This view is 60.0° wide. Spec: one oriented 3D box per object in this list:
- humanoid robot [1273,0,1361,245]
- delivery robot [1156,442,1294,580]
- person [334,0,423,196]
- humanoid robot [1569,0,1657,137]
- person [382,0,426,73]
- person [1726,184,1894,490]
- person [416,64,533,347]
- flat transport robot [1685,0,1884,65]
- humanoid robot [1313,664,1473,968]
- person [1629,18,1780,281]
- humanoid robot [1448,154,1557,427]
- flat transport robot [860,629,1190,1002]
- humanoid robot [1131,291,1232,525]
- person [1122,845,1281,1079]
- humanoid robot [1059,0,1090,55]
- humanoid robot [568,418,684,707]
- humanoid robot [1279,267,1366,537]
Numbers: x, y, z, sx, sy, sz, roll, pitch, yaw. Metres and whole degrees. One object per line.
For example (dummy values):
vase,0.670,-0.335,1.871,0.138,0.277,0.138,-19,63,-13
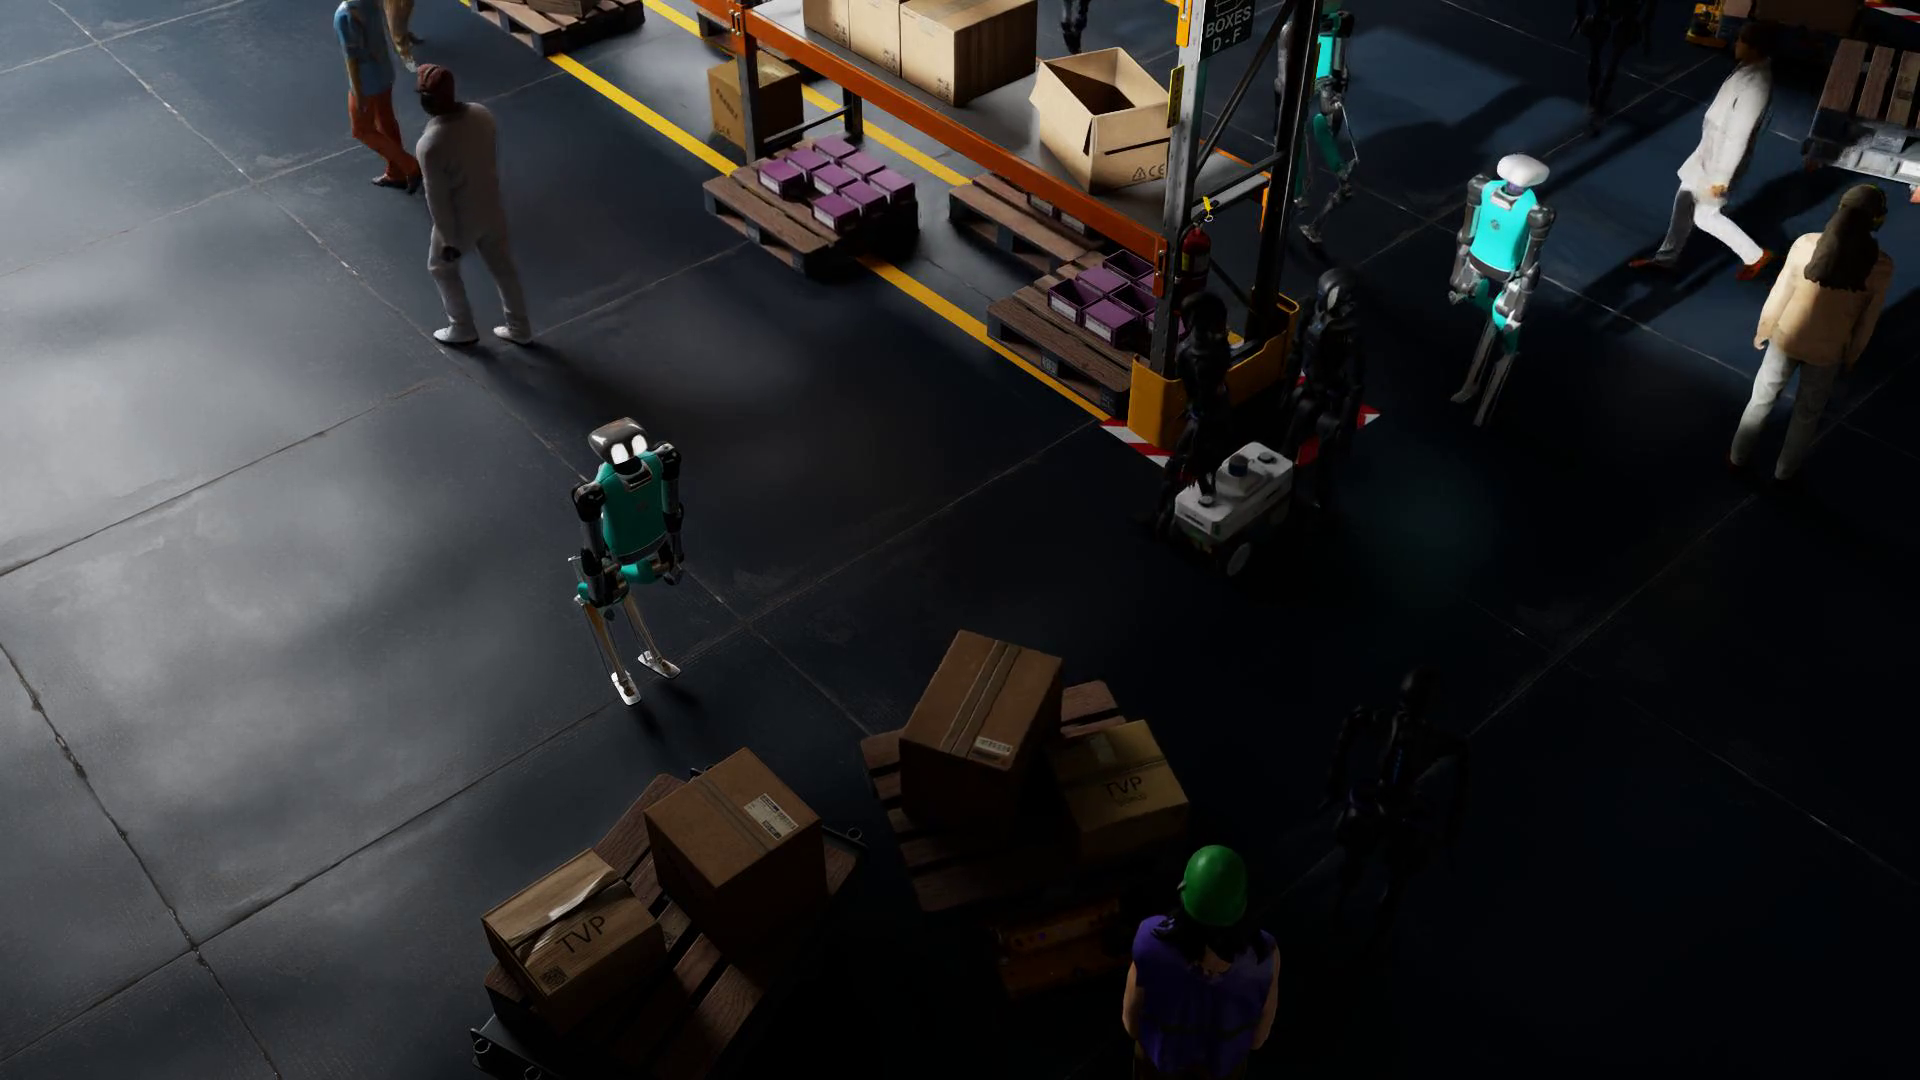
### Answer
humanoid robot,2.367,-2.655,10.922,0.540,1.796,0.825,-15,45,-16
delivery robot,1.482,-0.195,9.107,0.814,0.610,0.499,-34,52,-31
person,-4.033,-3.178,11.454,0.451,1.756,0.484,9,43,10
humanoid robot,4.817,-3.811,12.216,0.604,1.622,0.646,22,47,22
person,-4.507,-4.562,12.989,0.638,1.717,0.579,33,52,30
person,4.633,-1.080,9.086,0.555,1.876,0.402,24,48,24
person,-3.046,-1.994,10.073,0.741,1.880,0.674,18,45,18
flat transport robot,6.742,-4.152,13.611,1.431,0.231,0.659,17,45,18
humanoid robot,1.761,1.151,6.805,0.610,1.646,0.333,17,45,18
person,4.941,-2.436,10.616,0.752,1.804,0.524,10,44,11
humanoid robot,3.171,-1.468,9.606,0.721,1.793,0.540,-30,50,-28
flat transport robot,0.283,1.382,7.591,0.659,0.231,1.431,-12,44,-13
humanoid robot,1.252,-0.604,8.731,0.564,1.642,0.593,2,43,2
person,0.844,1.751,5.962,0.533,1.933,0.409,5,43,5
humanoid robot,0.951,-4.431,12.895,0.616,1.634,0.673,-10,44,-11
humanoid robot,-1.638,0.036,7.872,0.533,1.677,0.735,-32,51,-30
humanoid robot,1.937,-0.727,8.852,0.338,1.649,0.600,-20,46,-21
